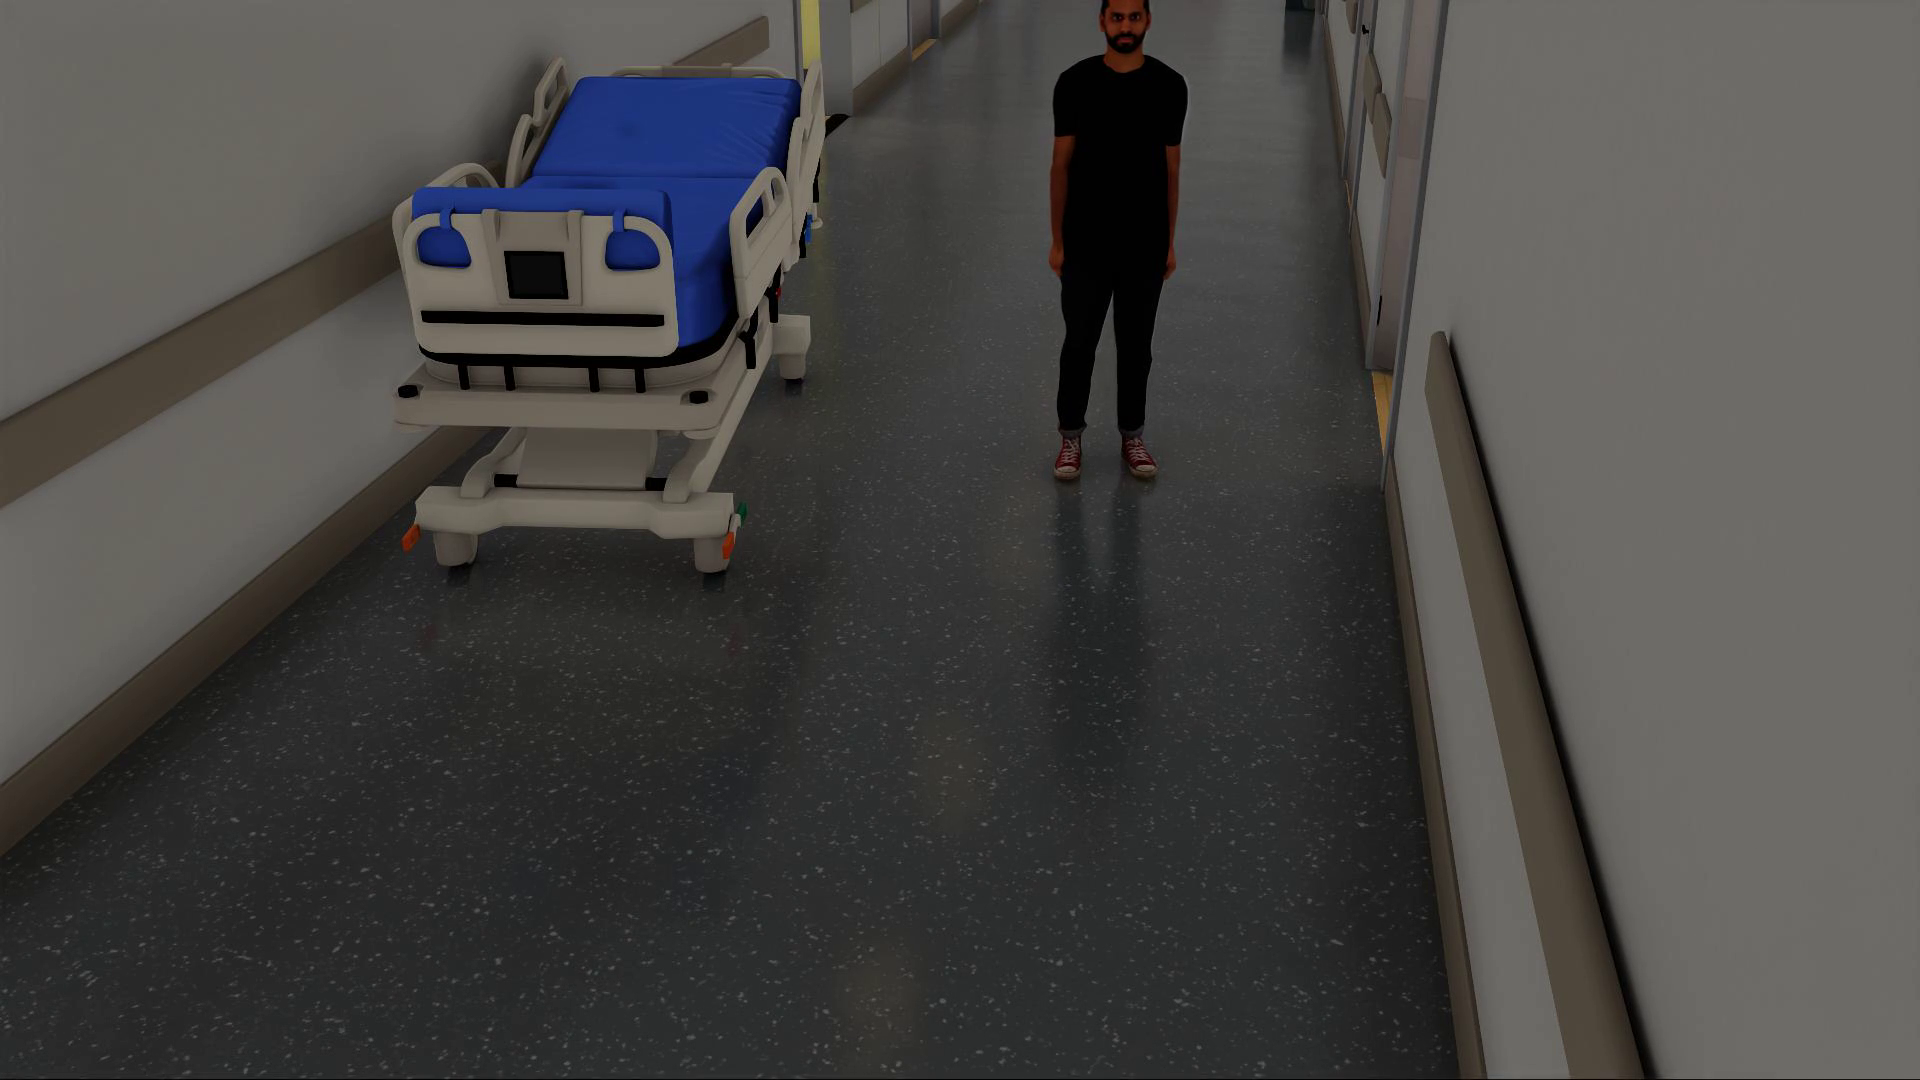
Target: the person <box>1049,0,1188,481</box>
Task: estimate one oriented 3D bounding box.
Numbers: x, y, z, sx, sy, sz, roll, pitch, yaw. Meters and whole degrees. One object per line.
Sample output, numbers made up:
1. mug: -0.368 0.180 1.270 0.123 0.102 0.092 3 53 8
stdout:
1. person: 0.547 -1.080 5.918 0.602 1.758 0.746 -2 26 -4
